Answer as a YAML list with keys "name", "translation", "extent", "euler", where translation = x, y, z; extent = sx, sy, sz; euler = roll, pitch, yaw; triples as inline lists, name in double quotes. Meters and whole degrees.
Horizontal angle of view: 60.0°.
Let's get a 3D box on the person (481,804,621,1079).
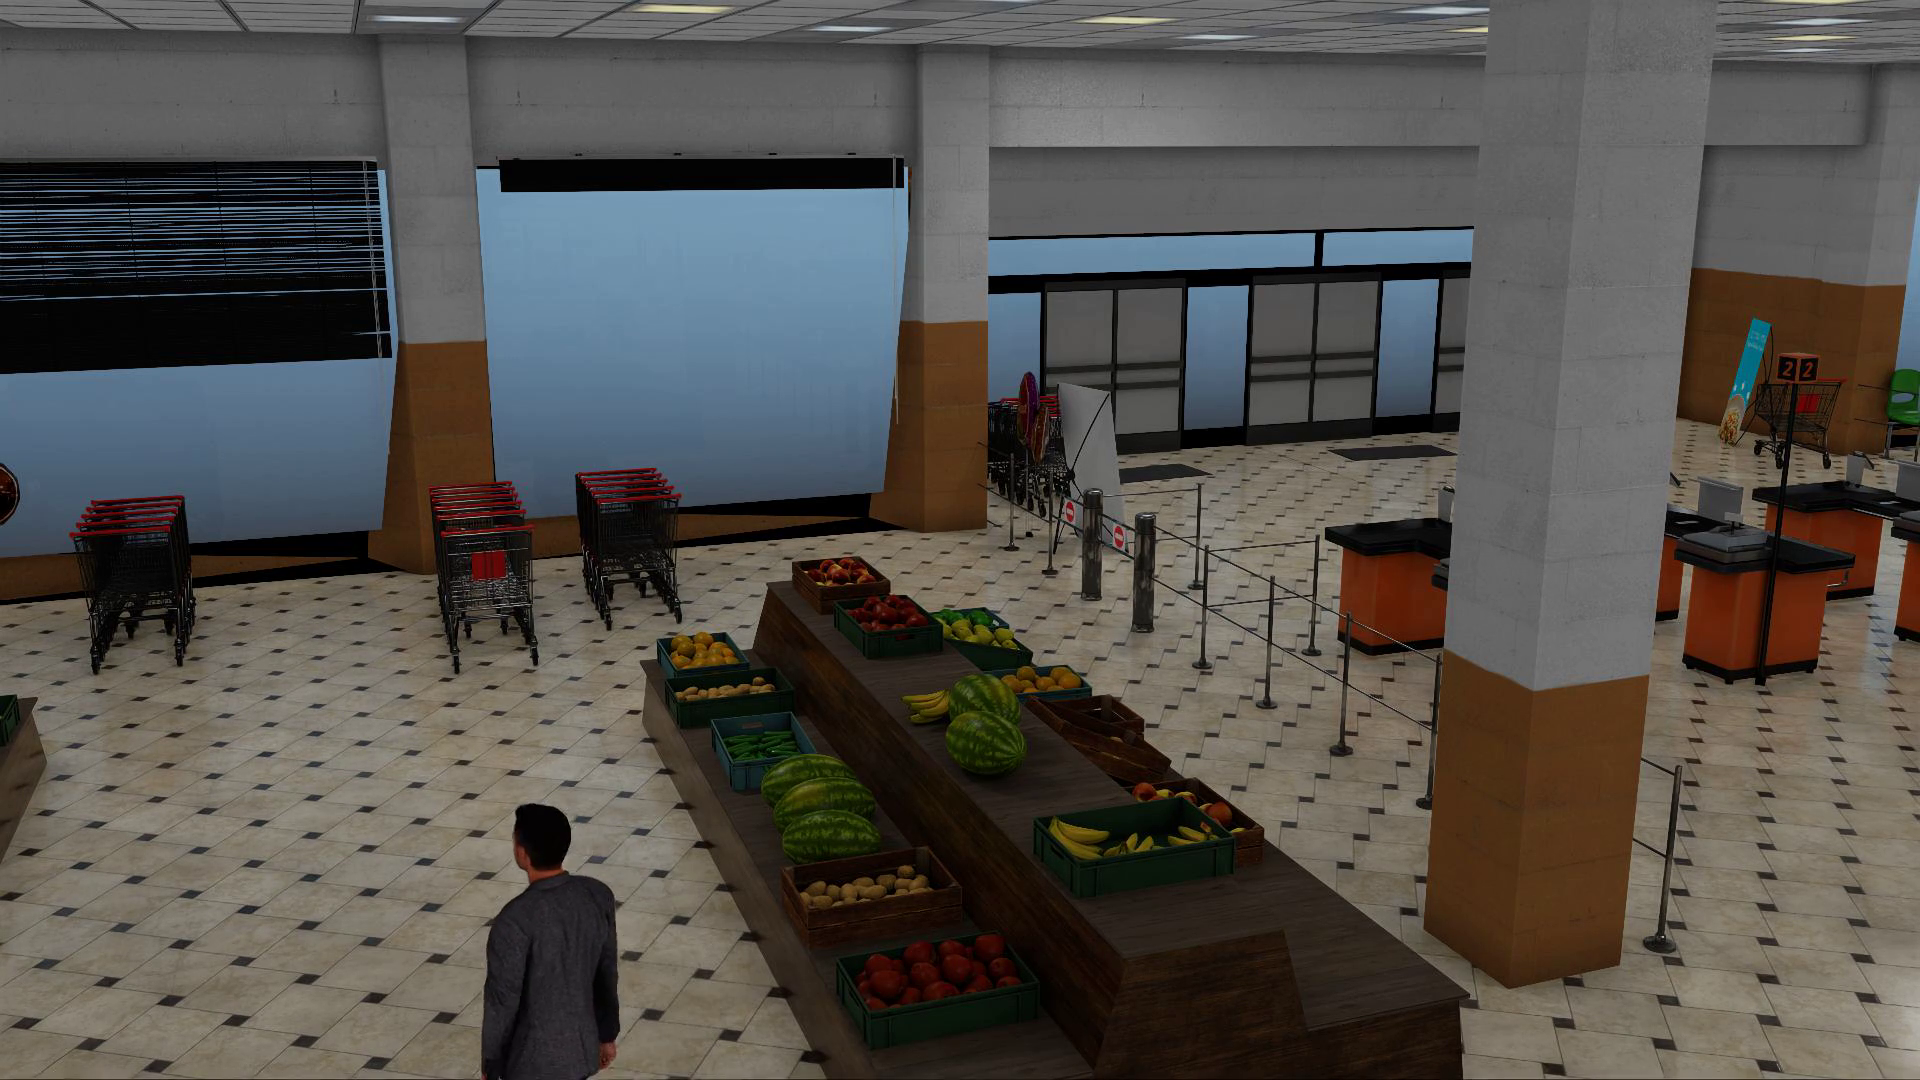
- name: "person"
  translation: [-1.388, 1.853, 5.846]
  extent: [1.227, 1.843, 1.134]
  euler: [7, 15, 28]
